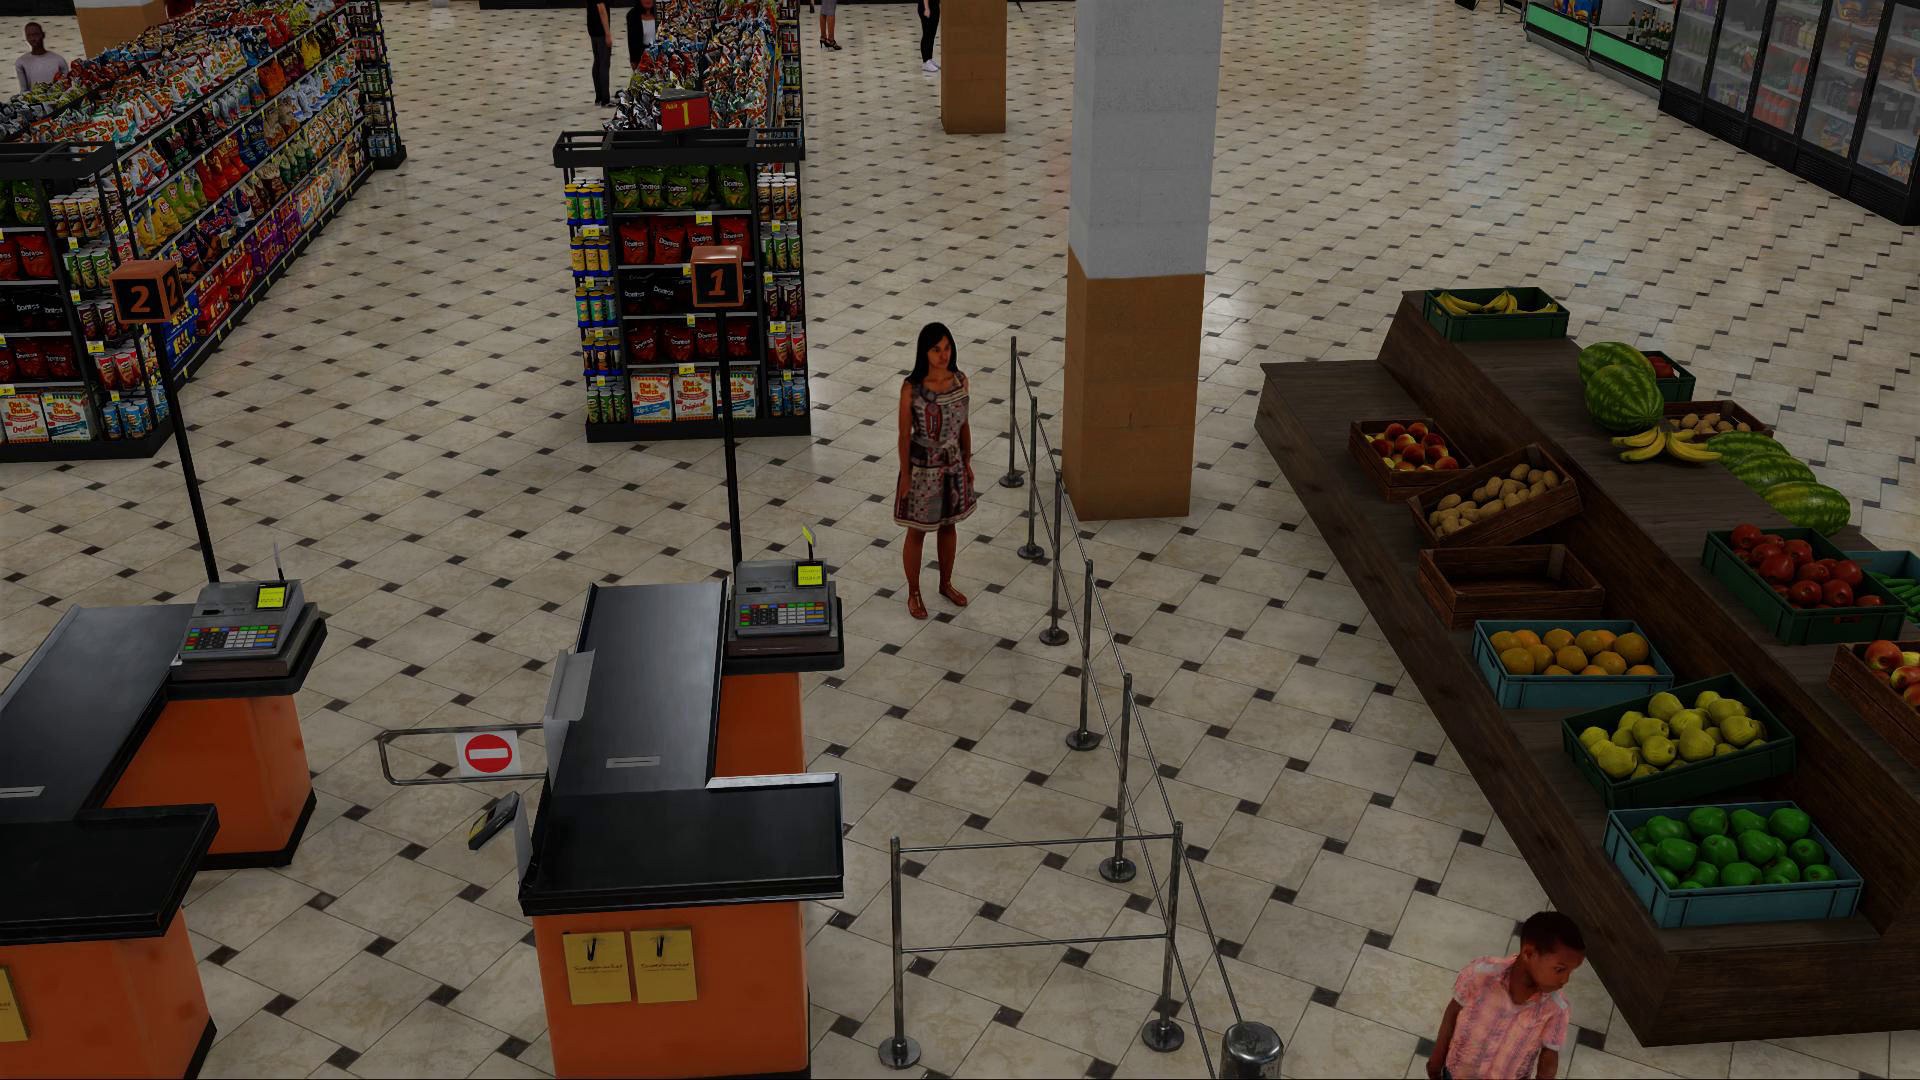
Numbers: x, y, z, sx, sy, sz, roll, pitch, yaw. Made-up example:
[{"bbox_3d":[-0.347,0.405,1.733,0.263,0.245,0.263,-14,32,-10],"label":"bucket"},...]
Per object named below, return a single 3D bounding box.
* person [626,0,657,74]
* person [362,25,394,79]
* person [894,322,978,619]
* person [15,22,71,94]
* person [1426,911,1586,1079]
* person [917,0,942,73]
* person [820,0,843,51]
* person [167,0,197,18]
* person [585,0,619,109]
[{"bbox_3d":[-3.621,-5.611,19.312,0.754,1.617,0.780,-17,32,-30],"label":"person"},{"bbox_3d":[-7.758,-6.884,21.837,0.715,1.603,0.601,-17,31,-30],"label":"person"},{"bbox_3d":[-0.136,-0.391,8.986,0.722,1.645,0.685,-14,30,-26],"label":"person"},{"bbox_3d":[-8.864,-4.151,16.261,0.673,1.771,0.639,-11,29,-20],"label":"person"},{"bbox_3d":[1.671,1.677,5.298,0.717,1.294,0.679,-21,33,-35],"label":"person"},{"bbox_3d":[-0.398,-7.154,22.330,0.763,1.639,0.667,11,29,20],"label":"person"},{"bbox_3d":[-1.880,-7.907,23.657,0.719,1.781,0.594,-15,30,-27],"label":"person"},{"bbox_3d":[-10.127,-6.871,21.710,0.745,1.696,0.608,11,29,21],"label":"person"},{"bbox_3d":[-4.405,-6.227,20.284,0.771,1.837,0.626,-15,31,-27],"label":"person"}]
